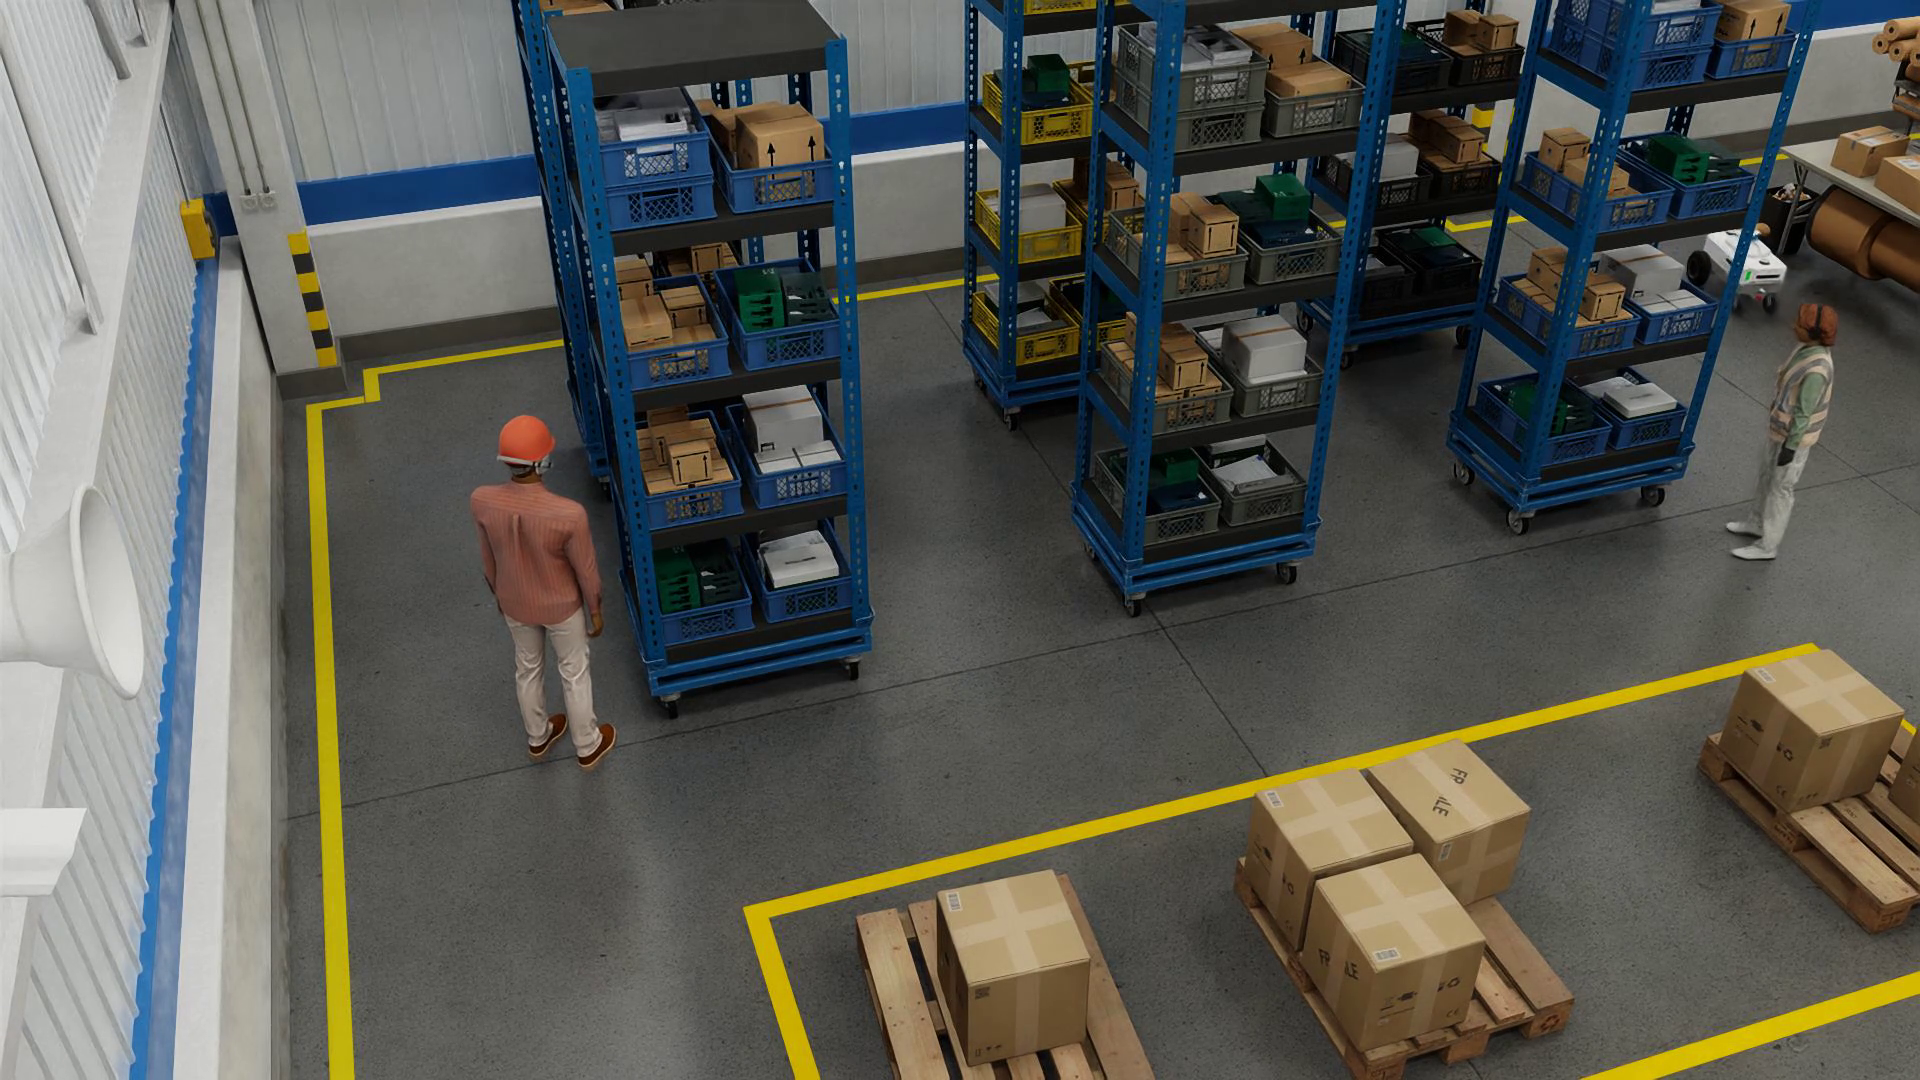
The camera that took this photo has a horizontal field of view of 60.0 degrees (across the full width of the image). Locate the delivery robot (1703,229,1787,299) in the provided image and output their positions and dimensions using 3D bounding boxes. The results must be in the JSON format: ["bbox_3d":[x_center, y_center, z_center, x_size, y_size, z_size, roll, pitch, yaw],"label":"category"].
[{"bbox_3d":[6.014,-2.146,12.751,0.477,0.478,0.707,-3,35,-5],"label":"delivery robot"}]

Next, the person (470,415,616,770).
[{"bbox_3d":[-2.026,0.275,8.171,0.608,1.987,0.402,7,36,10],"label":"person"}]

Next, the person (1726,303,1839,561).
[{"bbox_3d":[4.870,-0.630,9.755,0.316,1.631,0.522,11,37,15],"label":"person"}]
